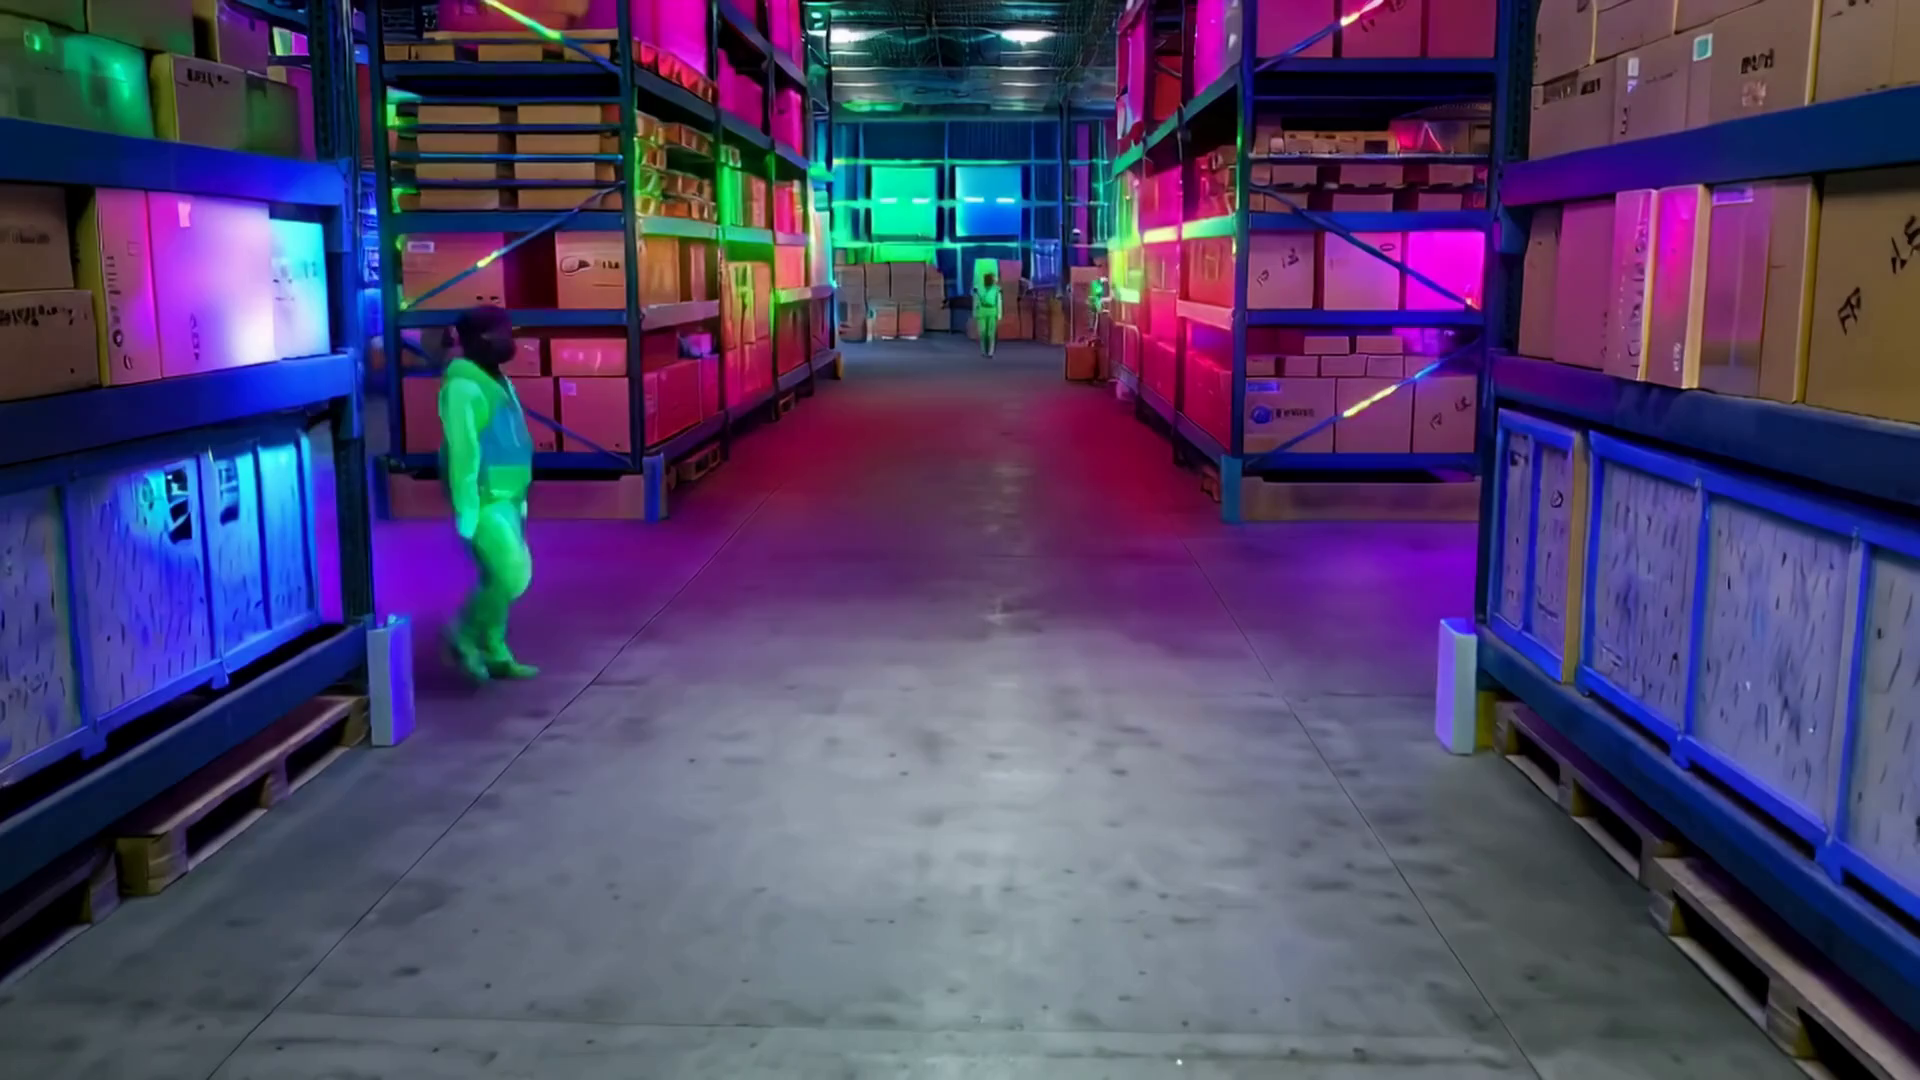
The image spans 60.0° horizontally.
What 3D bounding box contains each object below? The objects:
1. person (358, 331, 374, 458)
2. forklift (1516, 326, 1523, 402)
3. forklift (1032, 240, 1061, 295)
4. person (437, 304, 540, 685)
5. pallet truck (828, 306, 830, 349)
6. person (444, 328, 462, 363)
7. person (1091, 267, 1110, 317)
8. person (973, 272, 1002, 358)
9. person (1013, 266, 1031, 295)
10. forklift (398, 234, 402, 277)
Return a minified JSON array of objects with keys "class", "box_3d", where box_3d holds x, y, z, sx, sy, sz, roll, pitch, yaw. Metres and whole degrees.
[{"class":"person","box_3d":[-6.111,-1.605,16.763,0.551,1.669,0.633,6,11,32]},{"class":"forklift","box_3d":[7.574,-3.354,23.651,1.873,2.768,1.129,0,9,1]},{"class":"forklift","box_3d":[3.172,-9.648,61.356,1.129,2.768,1.873,0,9,1]},{"class":"person","box_3d":[-2.235,-0.199,7.921,0.438,1.830,0.627,-1,10,-4]},{"class":"pallet truck","box_3d":[-3.100,-3.940,29.800,1.885,1.965,0.823,3,10,19]},{"class":"person","box_3d":[-7.870,-3.307,26.243,0.550,1.921,0.569,0,9,-2]},{"class":"person","box_3d":[3.318,-5.304,38.220,0.707,1.906,0.590,-3,10,-19]},{"class":"person","box_3d":[0.589,-4.821,35.629,0.617,1.822,0.797,1,10,4]},{"class":"person","box_3d":[2.094,-8.348,56.386,0.635,1.936,0.351,-3,10,-18]},{"class":"forklift","box_3d":[-13.082,-6.155,40.431,1.129,2.768,1.873,0,9,1]}]
